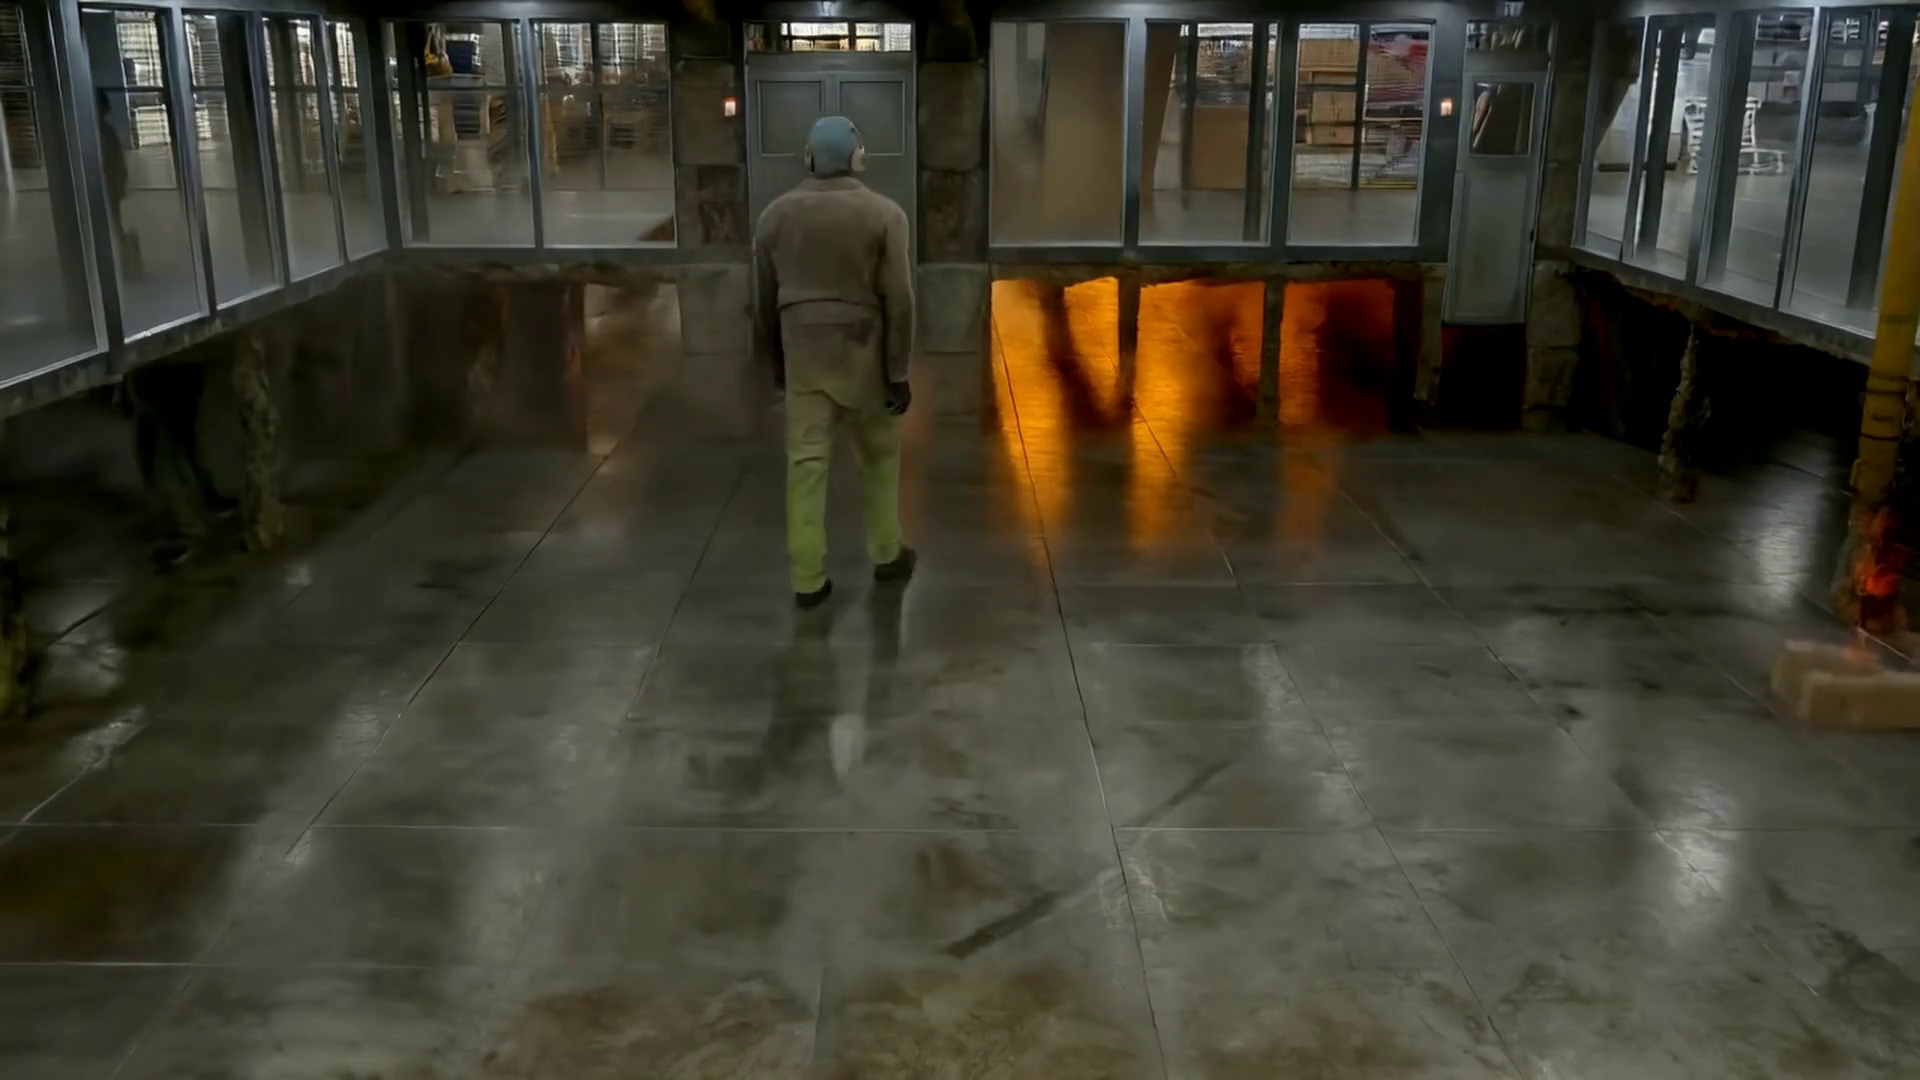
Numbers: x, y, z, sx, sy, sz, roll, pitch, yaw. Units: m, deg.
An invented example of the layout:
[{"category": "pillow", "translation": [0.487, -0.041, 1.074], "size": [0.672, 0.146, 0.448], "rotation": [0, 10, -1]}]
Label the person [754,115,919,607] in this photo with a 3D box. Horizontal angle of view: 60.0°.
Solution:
[{"category": "person", "translation": [-0.456, -0.716, 6.603], "size": [0.662, 1.868, 0.863], "rotation": [5, 17, 16]}]
